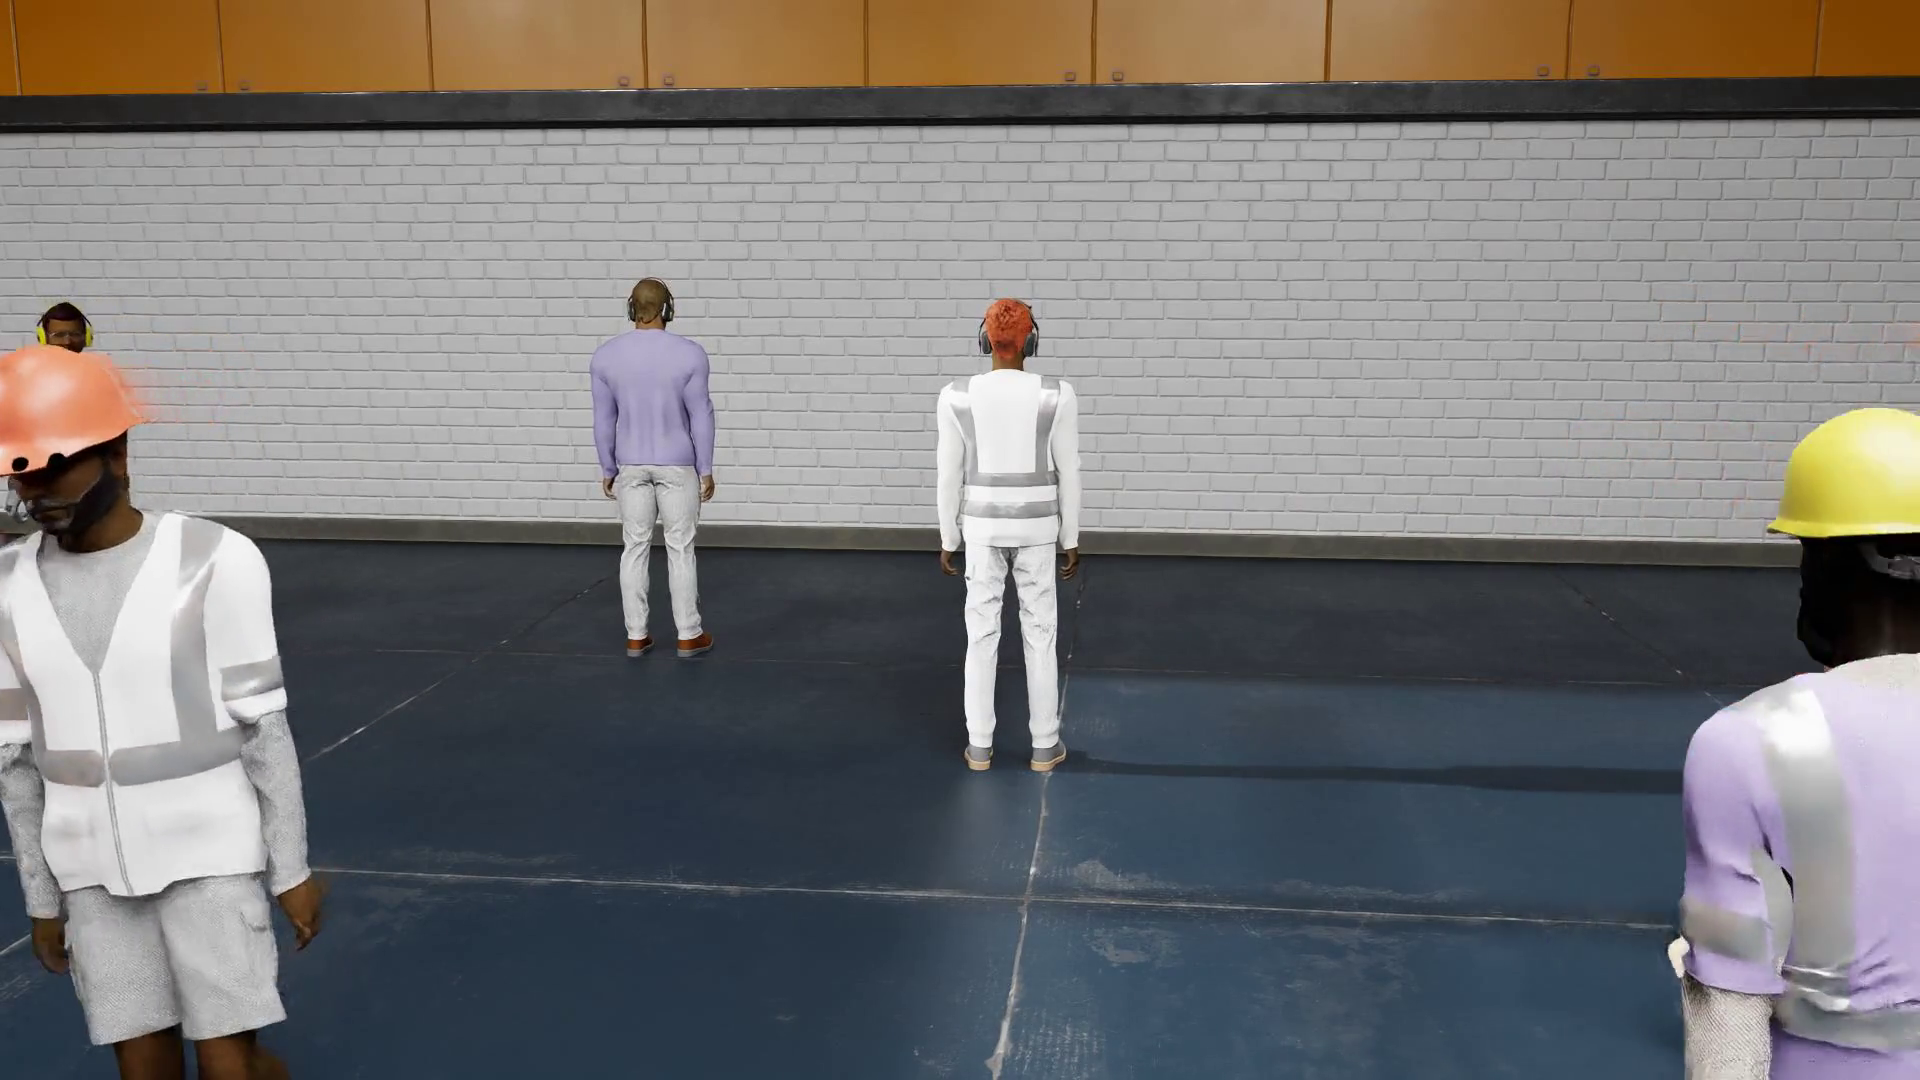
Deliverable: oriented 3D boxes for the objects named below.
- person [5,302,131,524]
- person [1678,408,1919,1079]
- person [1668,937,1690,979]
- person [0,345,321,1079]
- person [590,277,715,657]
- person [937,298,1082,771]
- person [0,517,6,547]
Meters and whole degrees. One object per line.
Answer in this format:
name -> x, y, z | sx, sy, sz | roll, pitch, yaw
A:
person -> -4.401, -0.254, 8.222 | 0.535, 1.812, 1.009 | -4, 11, -23
person -> 1.202, 0.761, 2.248 | 0.582, 1.867, 0.984 | -1, 10, -3
person -> 2.246, 0.408, 3.991 | 0.715, 1.964, 0.625 | 9, 13, 42
person -> -1.490, 0.590, 3.087 | 0.574, 1.915, 0.514 | 0, 10, -2
person -> -1.547, -0.359, 8.476 | 0.627, 1.935, 0.371 | 1, 10, 7
person -> 0.197, -0.010, 6.619 | 0.573, 1.883, 0.355 | 1, 10, 7
person -> -5.057, -0.282, 8.295 | 1.036, 1.847, 0.650 | 4, 11, 21
